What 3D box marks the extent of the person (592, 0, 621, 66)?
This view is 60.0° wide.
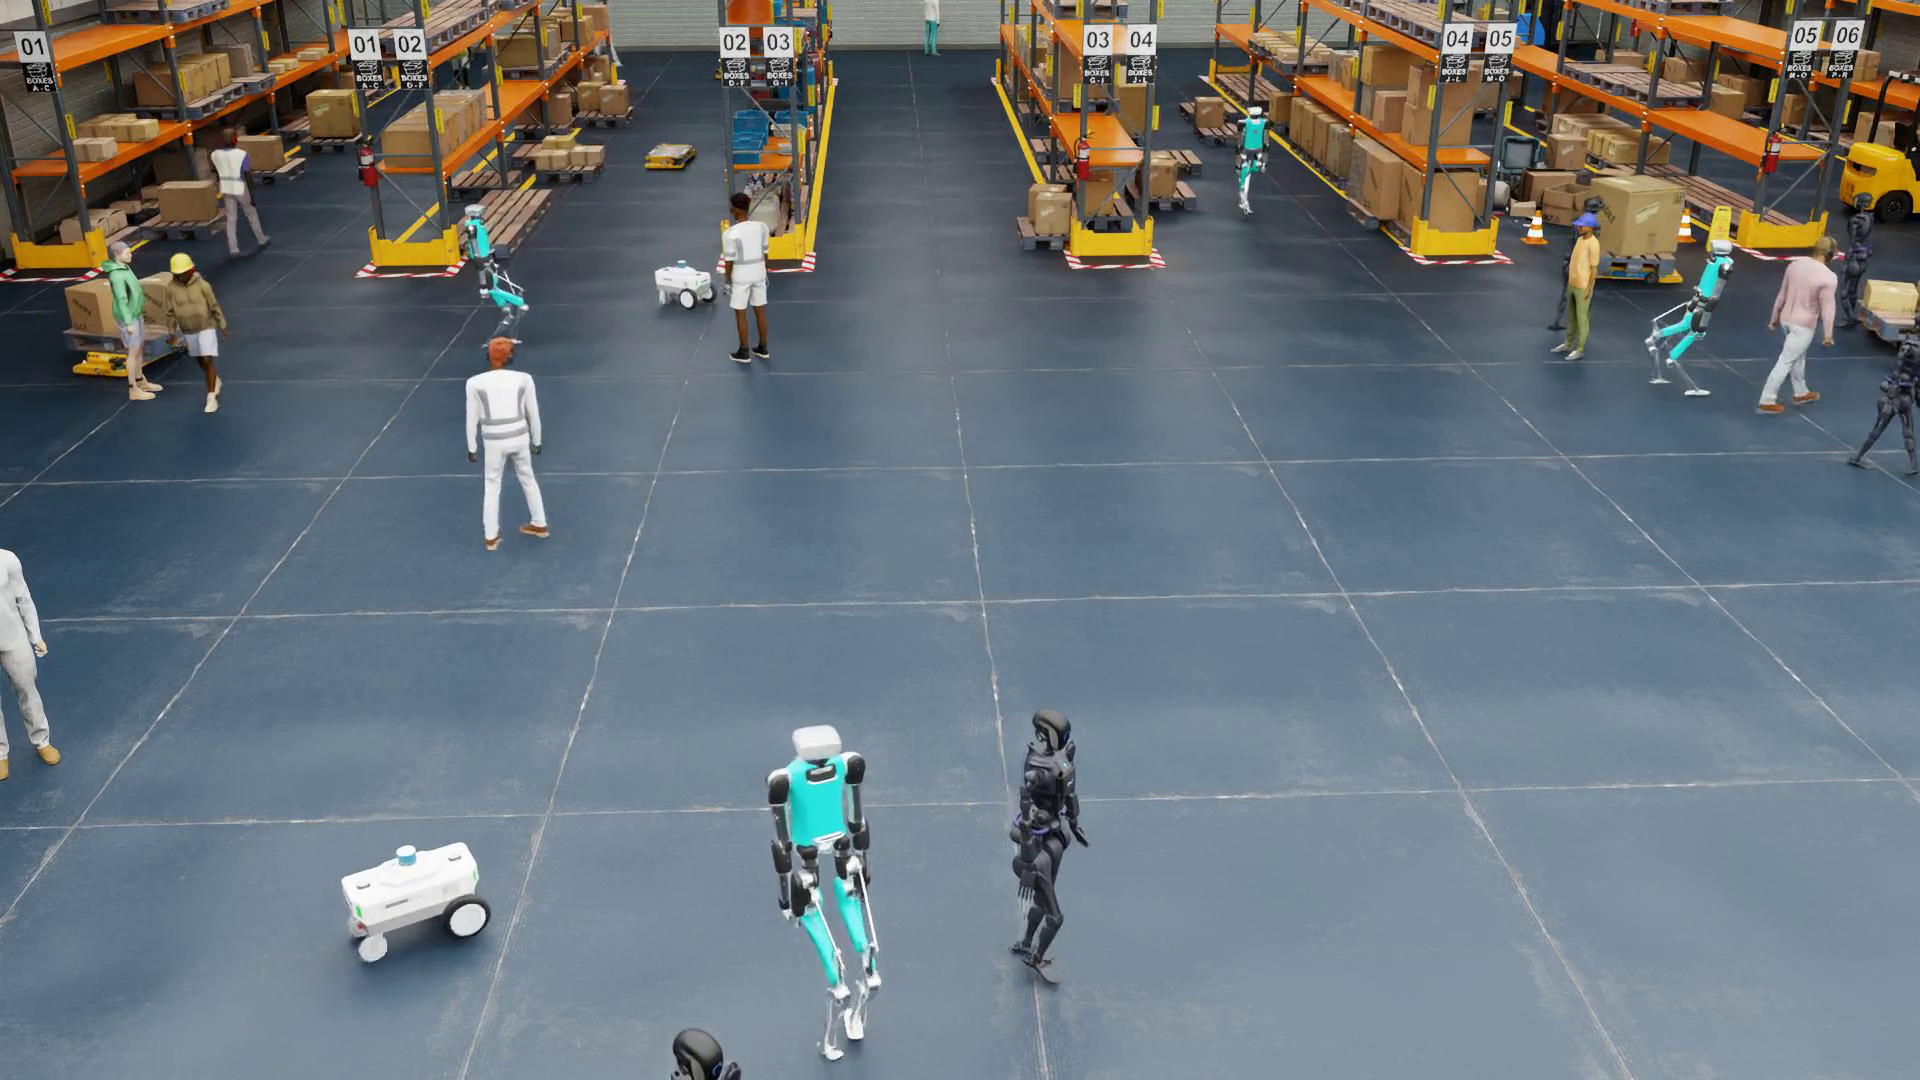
[{"bbox_3d":[-8.814,-12.528,40.728,1.002,1.807,0.527,2,24,6],"label":"person"}]

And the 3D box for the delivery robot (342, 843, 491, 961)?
[{"bbox_3d":[-3.118,2.036,9.569,0.803,0.614,0.499,-14,28,-29],"label":"delivery robot"}]

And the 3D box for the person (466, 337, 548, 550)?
[{"bbox_3d":[-3.941,-0.844,14.393,0.637,1.873,0.427,-10,26,-21],"label":"person"}]

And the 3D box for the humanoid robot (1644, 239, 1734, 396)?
[{"bbox_3d":[7.812,-2.384,18.032,0.892,1.767,0.540,3,24,6],"label":"humanoid robot"}]

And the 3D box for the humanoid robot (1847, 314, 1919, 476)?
[{"bbox_3d":[9.037,-1.385,15.890,0.590,1.623,0.753,-16,29,-32],"label":"humanoid robot"}]

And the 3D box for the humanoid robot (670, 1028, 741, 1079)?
[{"bbox_3d":[-0.984,2.677,6.714,0.422,1.647,0.606,12,27,25],"label":"humanoid robot"}]

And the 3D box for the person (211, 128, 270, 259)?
[{"bbox_3d":[-10.321,-4.967,23.769,0.560,1.782,1.002,1,24,2],"label":"person"}]

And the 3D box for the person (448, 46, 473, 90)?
[{"bbox_3d":[-11.096,-10.740,36.890,0.559,1.658,0.752,-5,24,-11],"label":"person"}]

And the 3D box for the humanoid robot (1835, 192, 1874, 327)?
[{"bbox_3d":[11.071,-3.465,20.529,0.364,1.635,0.624,19,30,36],"label":"humanoid robot"}]

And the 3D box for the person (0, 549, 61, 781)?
[{"bbox_3d":[-6.375,0.667,10.977,0.562,1.896,0.356,-17,29,-34],"label":"person"}]

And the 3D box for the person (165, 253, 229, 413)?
[{"bbox_3d":[-8.172,-2.292,17.856,0.568,1.715,0.837,-2,24,-5],"label":"person"}]

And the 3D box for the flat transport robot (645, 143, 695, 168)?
[{"bbox_3d":[-5.231,-6.925,30.033,0.659,0.231,1.431,1,24,1],"label":"flat transport robot"}]

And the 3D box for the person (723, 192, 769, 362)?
[{"bbox_3d":[-2.456,-3.035,19.210,0.602,1.961,0.367,-18,30,-35],"label":"person"}]

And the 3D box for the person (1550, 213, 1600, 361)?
[{"bbox_3d":[7.165,-2.941,19.298,0.360,1.717,0.459,-4,24,-9],"label":"person"}]

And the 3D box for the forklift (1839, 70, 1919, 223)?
[{"bbox_3d":[15.132,-6.143,25.915,2.313,2.155,1.214,-1,24,-2],"label":"forklift"}]

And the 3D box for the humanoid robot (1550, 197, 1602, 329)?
[{"bbox_3d":[7.619,-3.384,20.355,0.603,1.644,0.591,-6,25,-12],"label":"humanoid robot"}]

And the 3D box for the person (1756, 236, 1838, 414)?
[{"bbox_3d":[8.961,-2.271,17.577,0.953,1.890,0.664,-6,25,-12],"label":"person"}]

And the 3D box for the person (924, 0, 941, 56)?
[{"bbox_3d":[-0.701,-13.261,42.432,0.316,1.766,0.524,-20,31,-38],"label":"person"}]

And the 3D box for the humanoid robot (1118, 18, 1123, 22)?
[{"bbox_3d":[3.488,-12.165,40.027,0.541,1.770,0.940,-16,29,-32],"label":"humanoid robot"}]

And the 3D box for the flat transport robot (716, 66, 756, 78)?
[{"bbox_3d":[-5.029,-11.048,39.297,1.431,0.231,0.659,-1,24,-3],"label":"flat transport robot"}]

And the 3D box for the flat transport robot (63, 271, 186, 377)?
[{"bbox_3d":[-9.613,-2.226,19.473,0.659,0.231,1.431,6,25,12],"label":"flat transport robot"}]

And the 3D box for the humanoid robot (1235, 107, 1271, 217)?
[{"bbox_3d":[4.492,-5.901,25.935,0.547,1.735,1.026,-3,24,-7],"label":"humanoid robot"}]

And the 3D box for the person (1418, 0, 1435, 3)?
[{"bbox_3d":[11.720,-13.063,41.946,0.399,1.797,0.595,-13,27,-27],"label":"person"}]

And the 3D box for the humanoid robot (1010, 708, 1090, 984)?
[{"bbox_3d":[0.476,1.639,9.063,0.473,1.649,0.593,14,28,28],"label":"humanoid robot"}]

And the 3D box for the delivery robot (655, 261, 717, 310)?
[{"bbox_3d":[-3.562,-3.307,21.570,0.781,0.610,0.499,13,27,26],"label":"delivery robot"}]

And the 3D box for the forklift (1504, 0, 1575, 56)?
[{"bbox_3d":[14.700,-13.805,42.301,1.873,2.768,1.129,-1,24,-2],"label":"forklift"}]

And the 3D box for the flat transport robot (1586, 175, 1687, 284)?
[{"bbox_3d":[9.111,-3.721,22.834,1.431,0.231,0.659,4,24,9],"label":"flat transport robot"}]

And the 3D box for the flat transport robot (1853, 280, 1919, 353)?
[{"bbox_3d":[11.474,-2.438,19.950,0.659,0.231,1.431,3,24,7],"label":"flat transport robot"}]

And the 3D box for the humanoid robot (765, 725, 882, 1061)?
[{"bbox_3d":[-0.610,1.881,8.492,0.553,1.811,0.780,-13,27,-28],"label":"humanoid robot"}]

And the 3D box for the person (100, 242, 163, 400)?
[{"bbox_3d":[-8.999,-2.381,18.029,0.316,1.733,0.477,-5,25,-12],"label":"person"}]

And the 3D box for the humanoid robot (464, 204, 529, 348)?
[{"bbox_3d":[-5.391,-3.043,19.540,0.850,1.796,0.542,-1,24,-3],"label":"humanoid robot"}]
